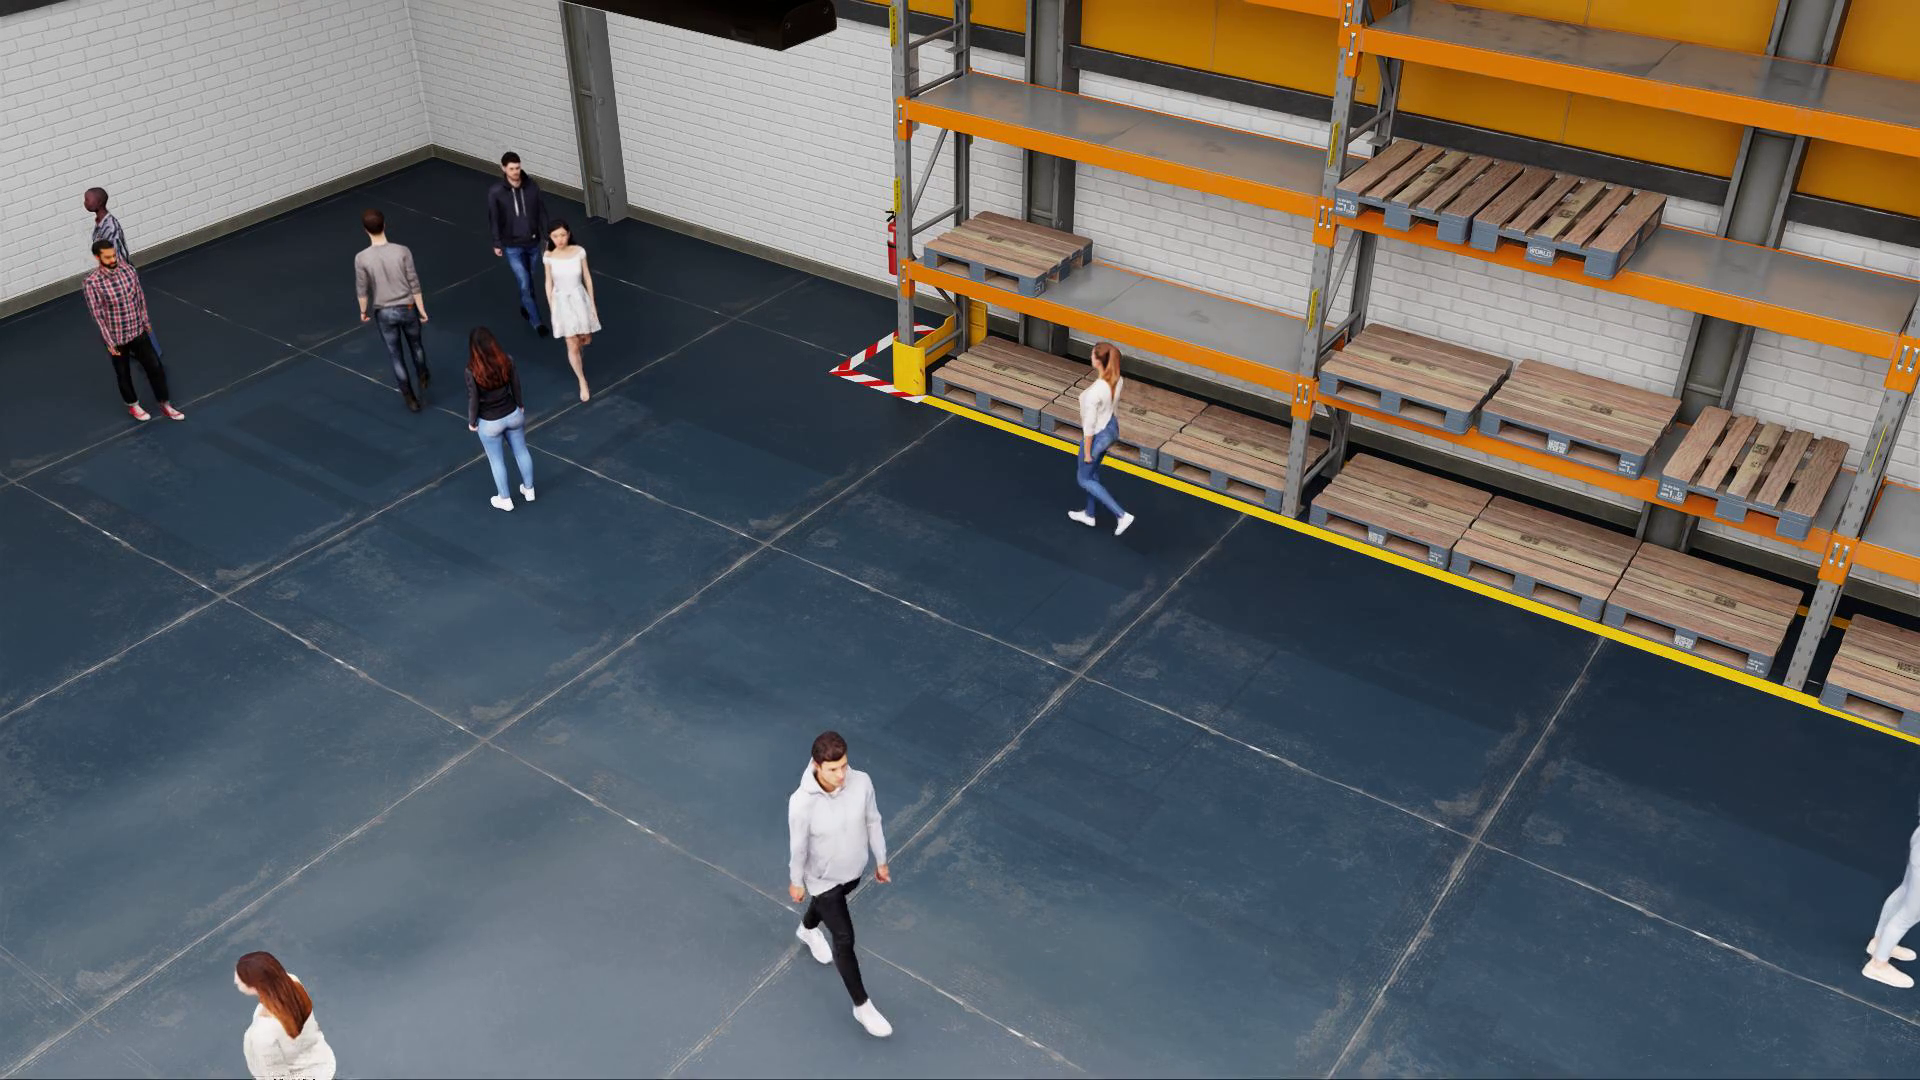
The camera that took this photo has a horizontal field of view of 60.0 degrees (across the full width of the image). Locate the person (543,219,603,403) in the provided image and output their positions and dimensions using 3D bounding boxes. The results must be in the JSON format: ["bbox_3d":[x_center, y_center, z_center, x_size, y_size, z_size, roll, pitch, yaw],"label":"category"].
[{"bbox_3d":[-3.587,-2.144,15.287,0.933,1.758,1.040,-9,35,-14],"label":"person"}]

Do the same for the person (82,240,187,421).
[{"bbox_3d":[-7.543,-1.890,14.916,0.862,1.746,0.732,26,42,34],"label":"person"}]

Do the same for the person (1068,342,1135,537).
[{"bbox_3d":[1.170,-0.776,13.278,0.890,1.704,0.618,23,40,30],"label":"person"}]

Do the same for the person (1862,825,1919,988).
[{"bbox_3d":[5.469,1.768,9.371,0.602,1.792,0.649,13,36,18],"label":"person"}]

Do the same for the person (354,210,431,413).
[{"bbox_3d":[-5.082,-2.022,14.986,1.011,1.888,1.115,-12,35,-17],"label":"person"}]

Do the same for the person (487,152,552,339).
[{"bbox_3d":[-4.353,-2.956,16.432,0.973,1.842,1.243,-20,39,-27],"label":"person"}]

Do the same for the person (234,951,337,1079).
[{"bbox_3d":[-3.151,2.640,8.159,0.909,1.682,0.818,3,34,4],"label":"person"}]

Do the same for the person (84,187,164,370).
[{"bbox_3d":[-7.963,-2.500,15.789,0.745,1.795,0.579,-23,40,-30],"label":"person"}]

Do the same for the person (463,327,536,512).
[{"bbox_3d":[-3.794,-1.008,13.691,0.695,1.634,0.646,-25,41,-32],"label":"person"}]

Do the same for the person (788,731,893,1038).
[{"bbox_3d":[-0.751,1.781,9.271,0.926,1.881,1.292,-23,40,-31],"label":"person"}]
